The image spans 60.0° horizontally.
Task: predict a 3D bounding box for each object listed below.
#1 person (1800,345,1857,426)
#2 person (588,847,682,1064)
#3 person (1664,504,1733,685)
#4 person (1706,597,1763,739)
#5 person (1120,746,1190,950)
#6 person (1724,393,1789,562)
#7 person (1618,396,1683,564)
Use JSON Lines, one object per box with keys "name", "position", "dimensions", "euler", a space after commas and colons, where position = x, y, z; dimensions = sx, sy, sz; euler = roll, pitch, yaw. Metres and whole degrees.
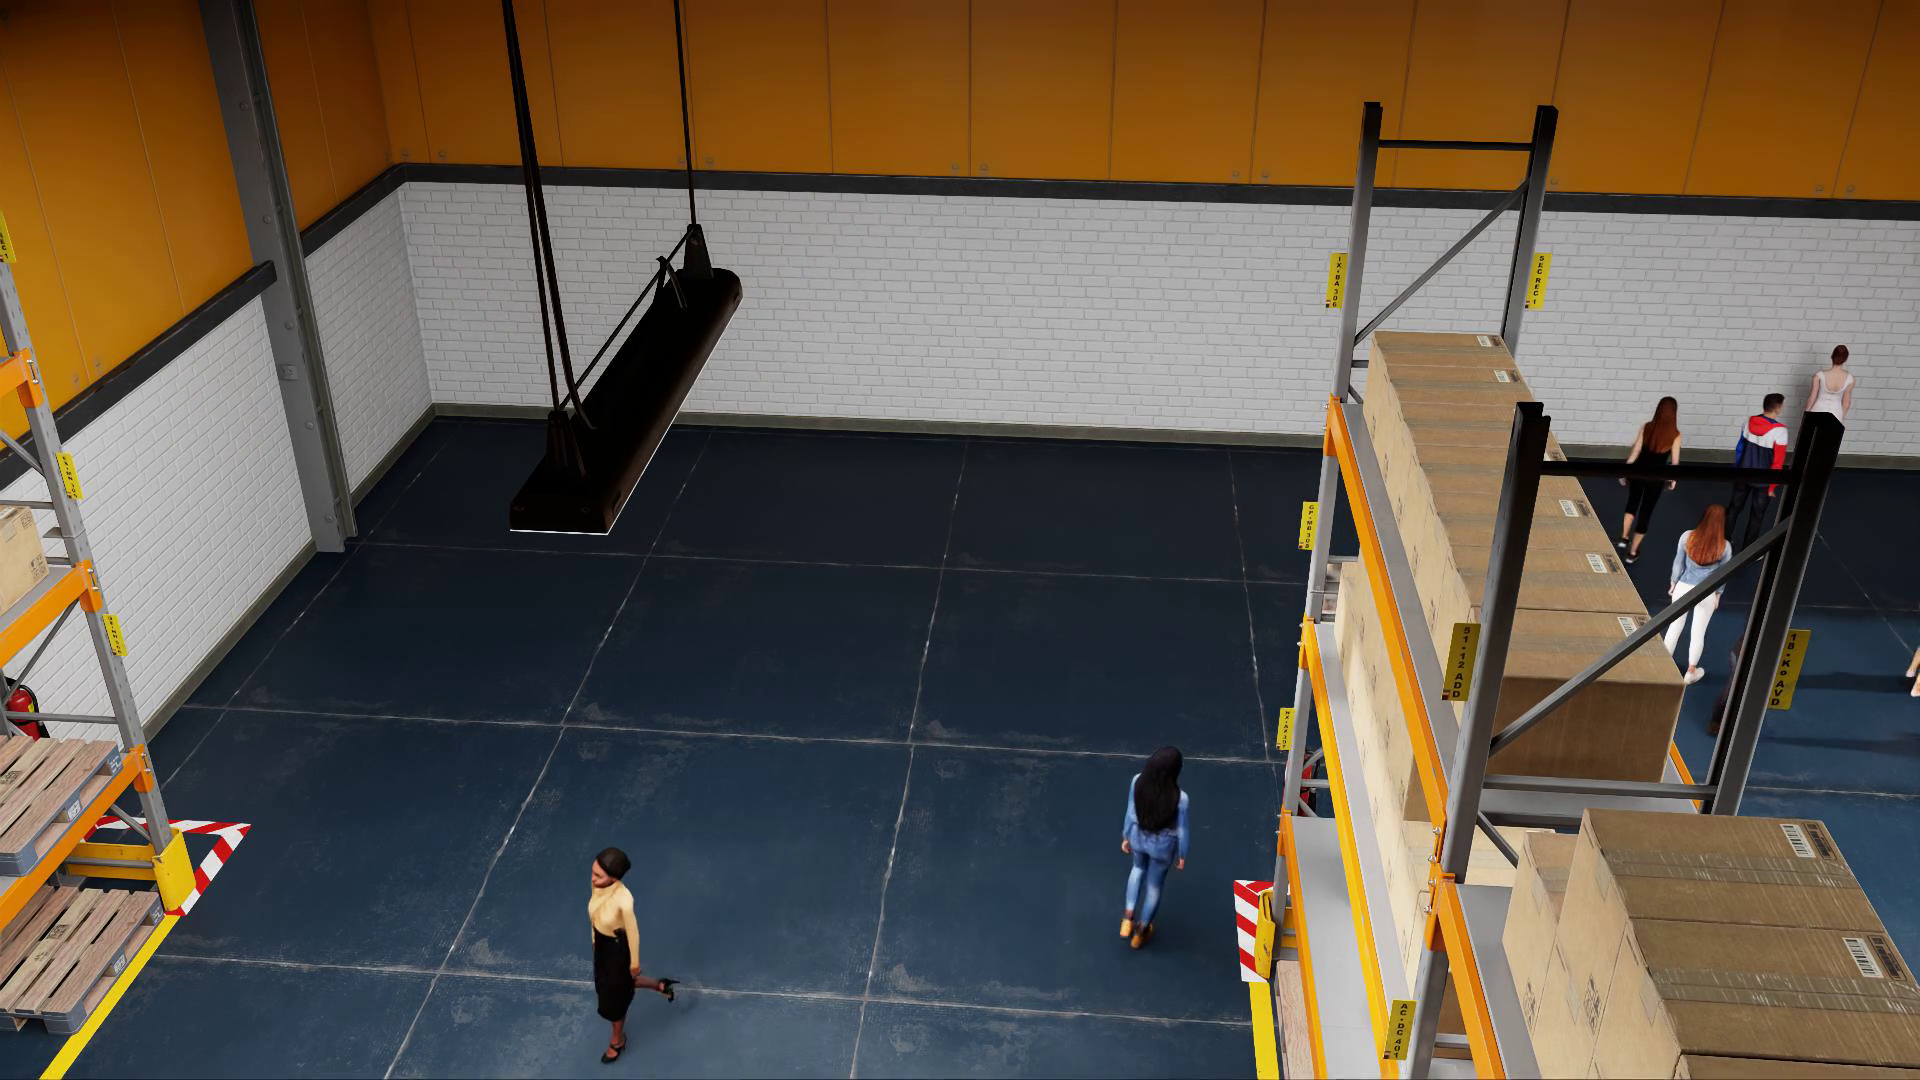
{"name": "person", "position": [9.107, -1.235, 17.544], "dimensions": [0.626, 1.791, 0.579], "euler": [11, 31, 20]}
{"name": "person", "position": [-2.140, 2.611, 10.650], "dimensions": [0.958, 1.638, 0.891], "euler": [-24, 36, -36]}
{"name": "person", "position": [6.416, 0.466, 14.517], "dimensions": [0.687, 1.702, 0.691], "euler": [19, 34, 31]}
{"name": "person", "position": [6.416, 0.951, 13.708], "dimensions": [0.786, 1.625, 0.709], "euler": [13, 31, 23]}
{"name": "person", "position": [1.291, 2.169, 11.400], "dimensions": [0.750, 1.698, 0.784], "euler": [15, 32, 25]}
{"name": "person", "position": [7.880, -0.638, 16.483], "dimensions": [0.774, 1.756, 0.677], "euler": [-16, 33, -27]}
{"name": "person", "position": [6.750, -0.572, 16.414], "dimensions": [0.782, 1.707, 0.823], "euler": [22, 35, 34]}
